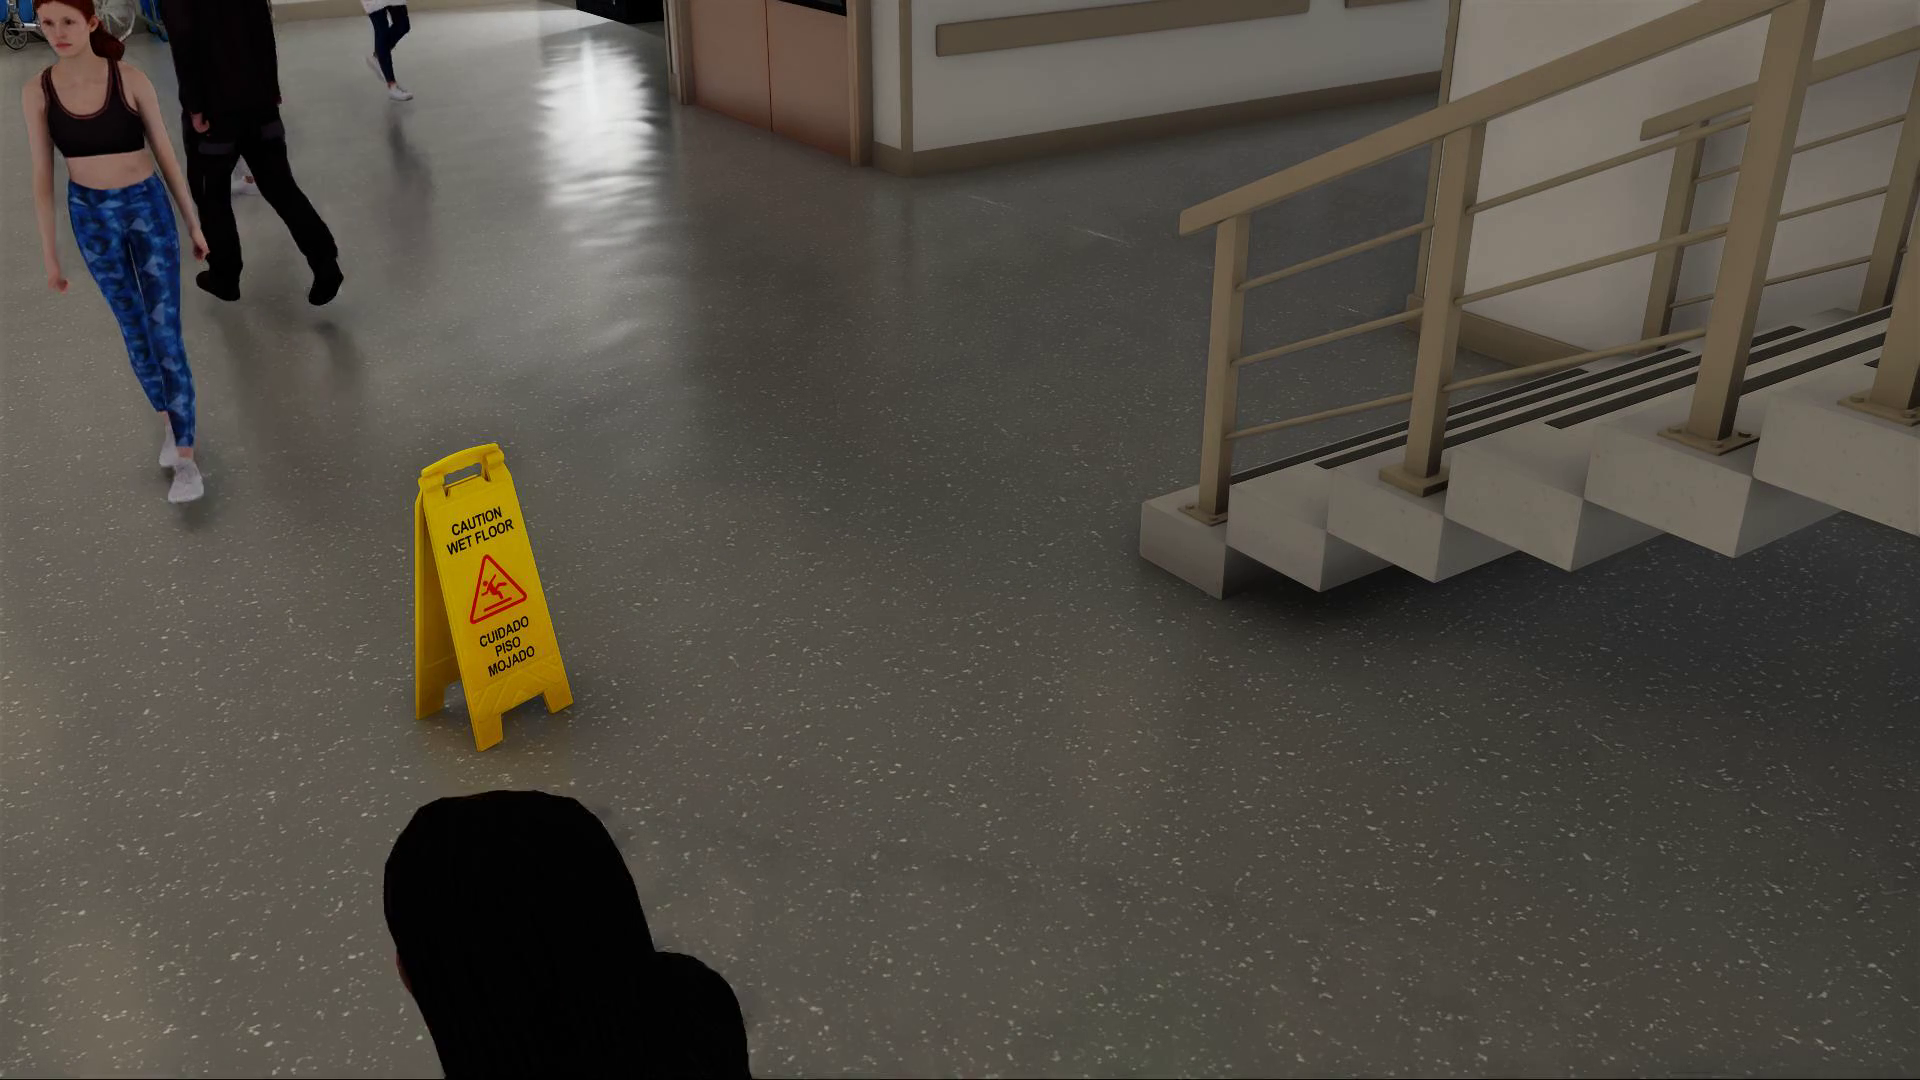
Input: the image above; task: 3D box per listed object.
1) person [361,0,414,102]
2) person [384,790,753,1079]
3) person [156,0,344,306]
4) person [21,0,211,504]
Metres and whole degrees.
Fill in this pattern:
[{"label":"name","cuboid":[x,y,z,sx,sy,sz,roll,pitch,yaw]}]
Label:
[{"label":"person","cuboid":[-4.342,-4.143,12.241,0.886,1.763,0.750,18,31,33]},{"label":"person","cuboid":[-0.239,0.995,1.660,0.866,1.699,0.809,11,28,22]},{"label":"person","cuboid":[-3.267,-1.958,7.575,1.277,1.880,0.942,19,31,33]},{"label":"person","cuboid":[-2.898,-1.045,5.832,0.861,1.752,1.128,-7,27,-14]}]
